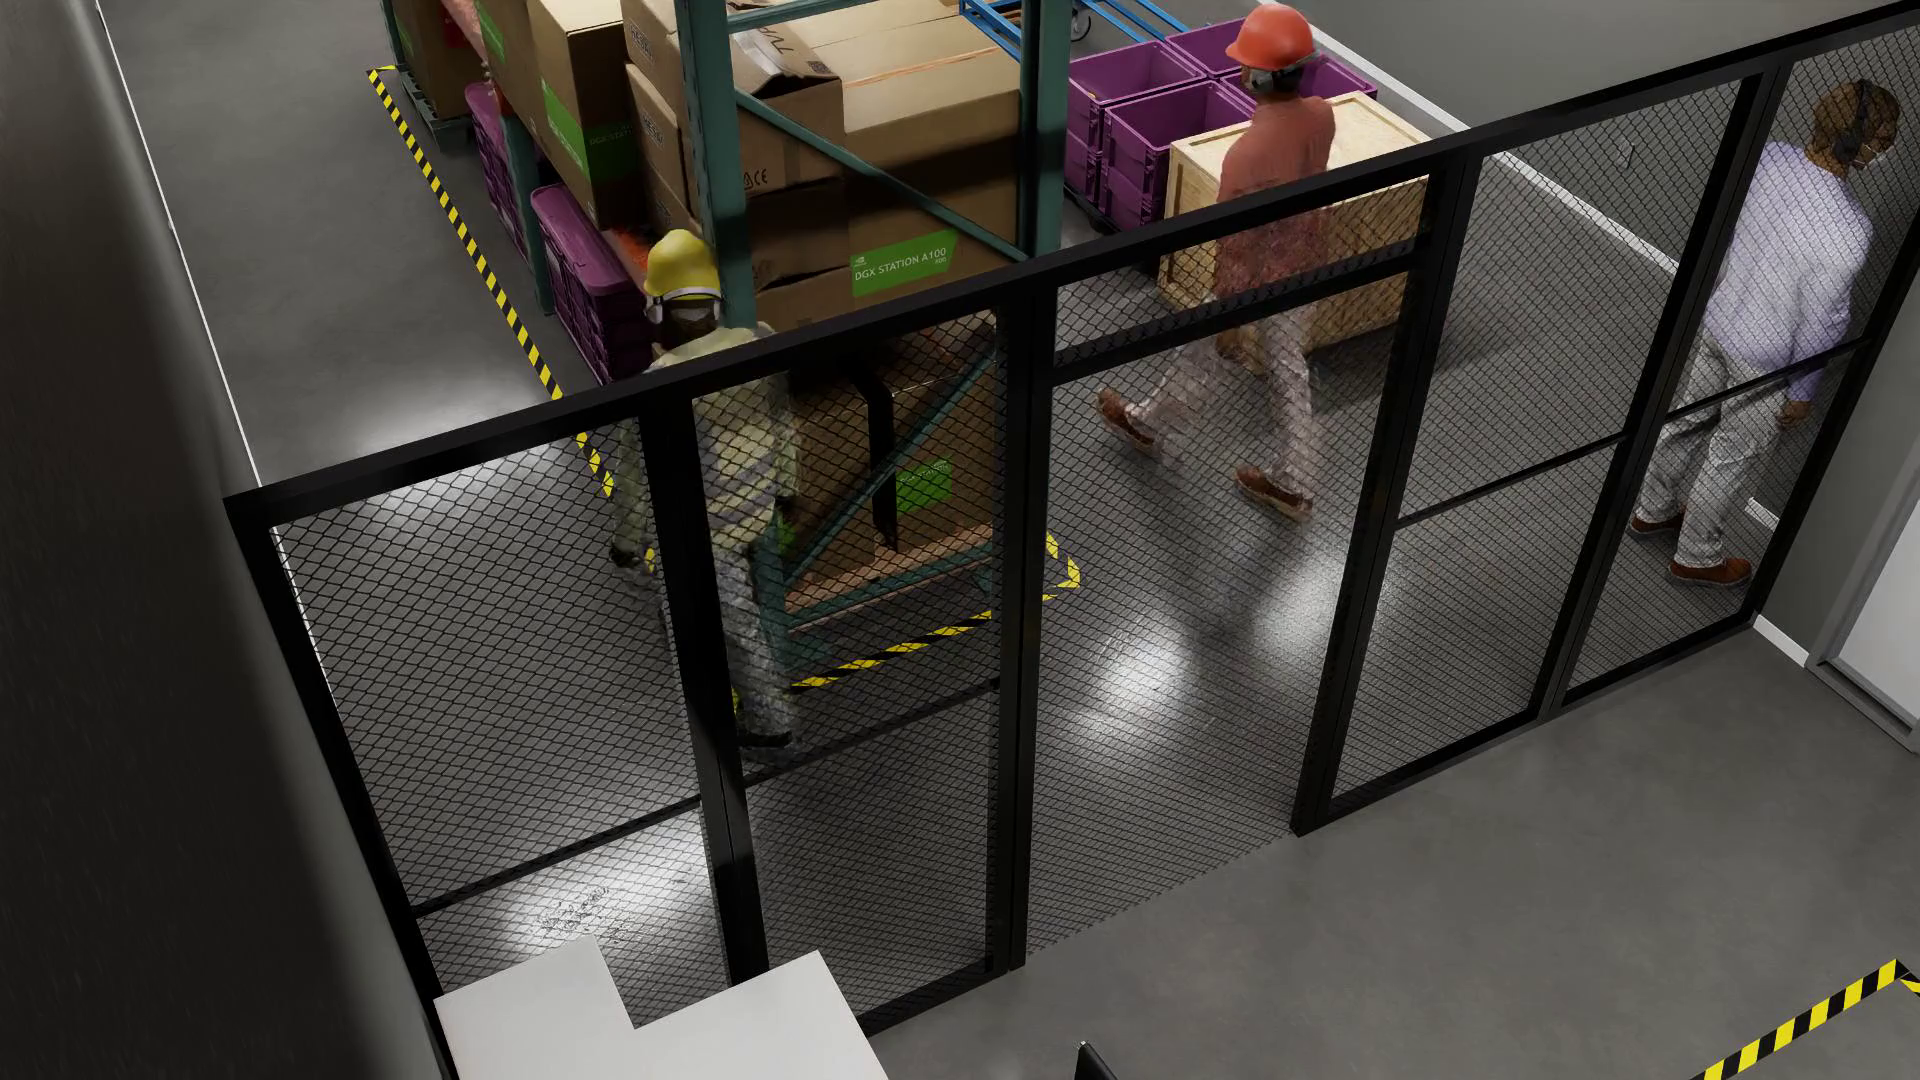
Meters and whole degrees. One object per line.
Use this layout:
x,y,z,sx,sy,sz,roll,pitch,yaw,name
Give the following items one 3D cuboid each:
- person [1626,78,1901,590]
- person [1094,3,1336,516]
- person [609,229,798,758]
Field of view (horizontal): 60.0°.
2.727,-0.666,5.676,0.371,1.938,0.630,-8,43,-9,person
1.001,-1.021,6.054,0.995,1.941,0.660,33,52,31,person
-0.814,-0.134,5.212,0.849,1.766,0.588,25,48,25,person
